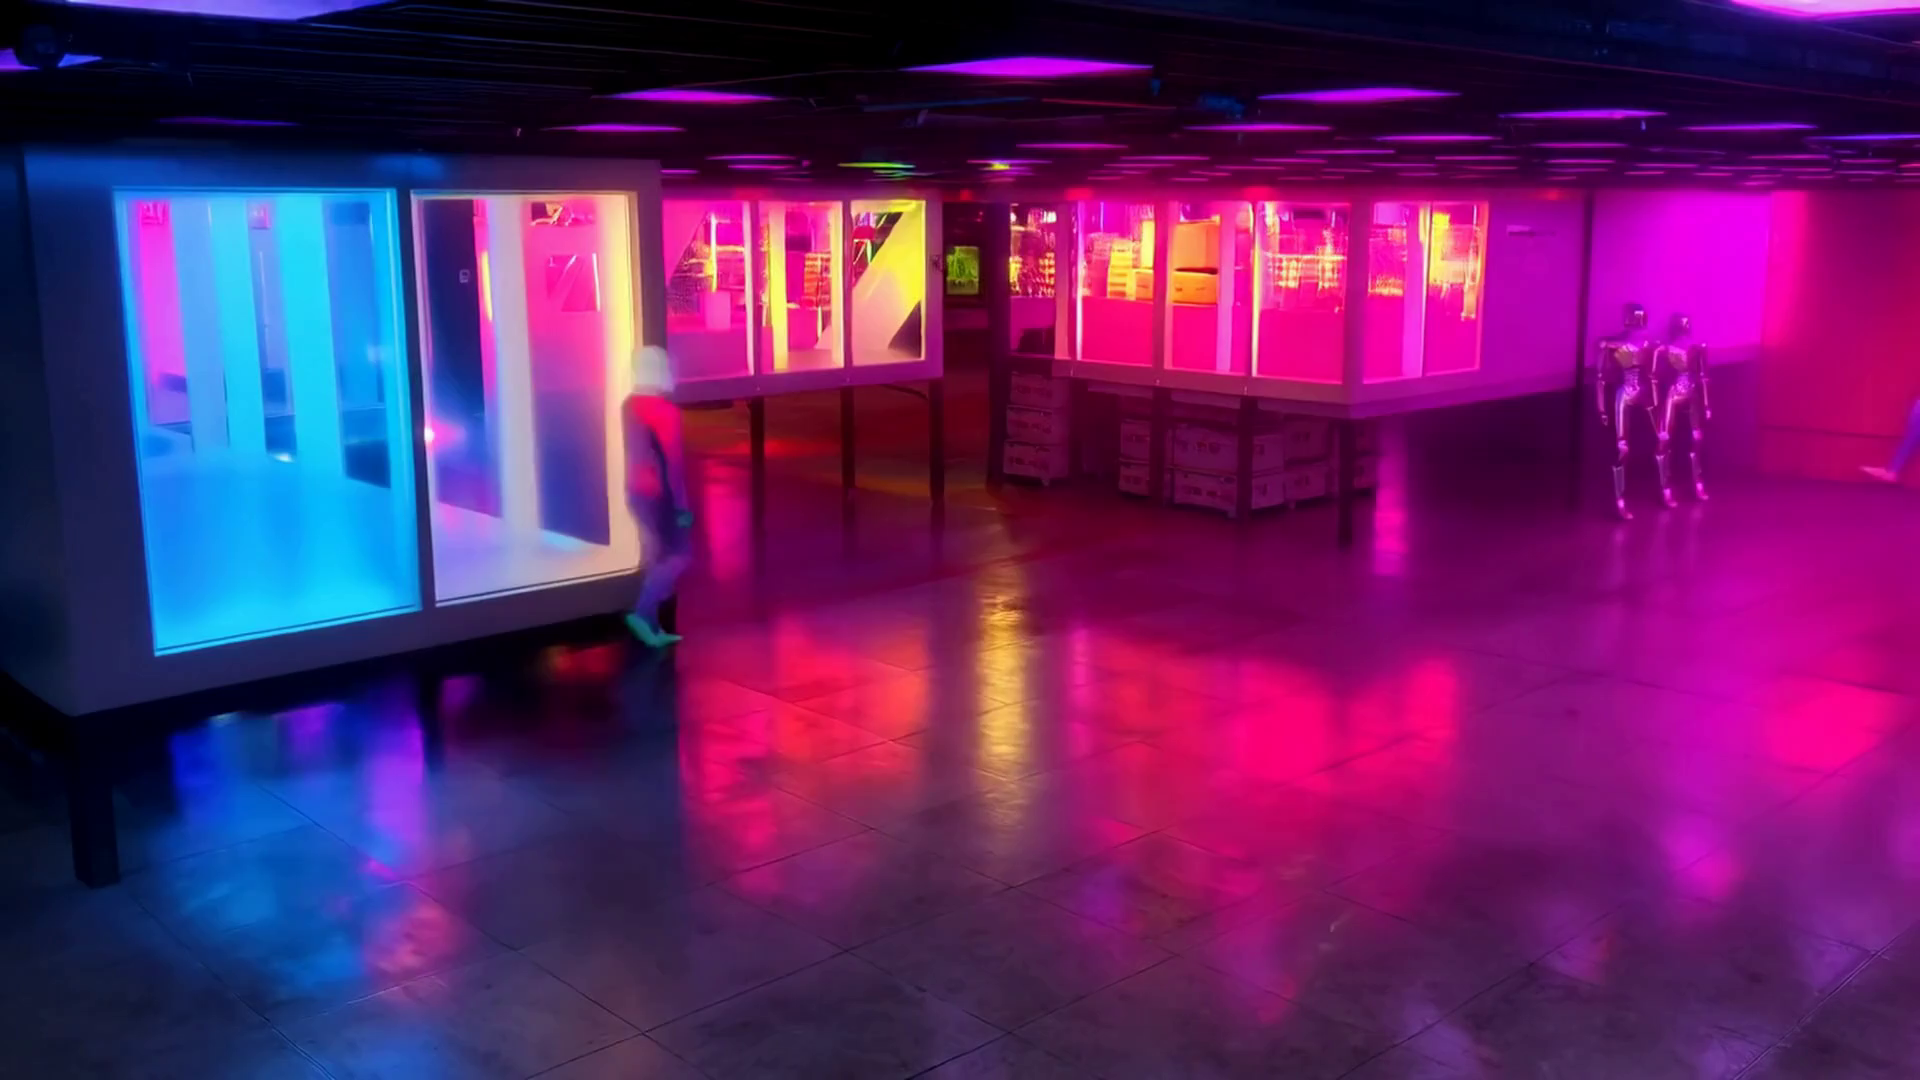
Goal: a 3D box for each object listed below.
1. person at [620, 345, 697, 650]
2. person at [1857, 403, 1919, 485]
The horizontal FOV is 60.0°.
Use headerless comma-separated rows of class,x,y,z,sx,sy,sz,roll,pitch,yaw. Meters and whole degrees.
person,-1.606,-0.208,8.720,0.364,1.616,0.545,-9,14,-38
person,7.994,-1.313,13.731,0.913,1.830,0.554,4,12,20
